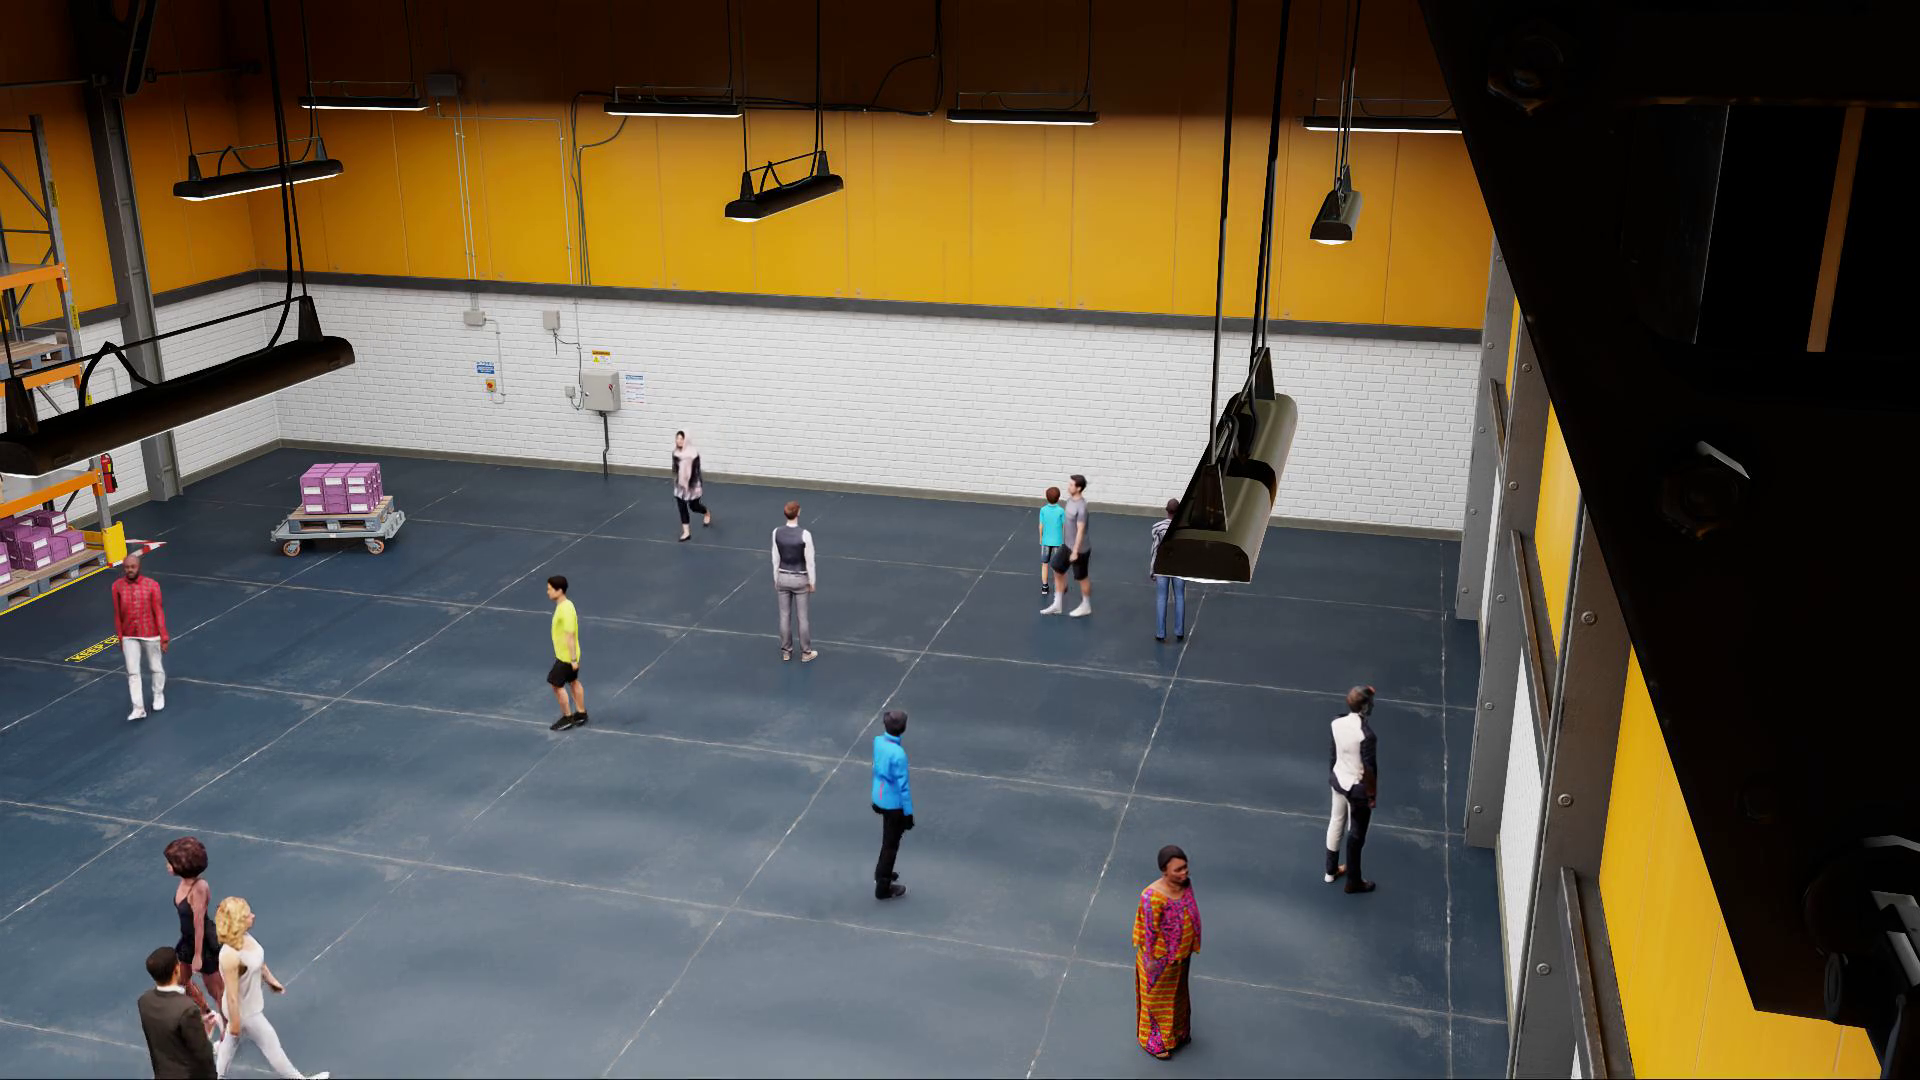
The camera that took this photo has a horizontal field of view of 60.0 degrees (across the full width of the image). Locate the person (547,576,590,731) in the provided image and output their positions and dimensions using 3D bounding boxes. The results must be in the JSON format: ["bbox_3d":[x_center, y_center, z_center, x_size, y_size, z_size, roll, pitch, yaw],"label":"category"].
[{"bbox_3d":[-4.109,1.181,17.701,0.855,1.695,0.772,-6,20,-18],"label":"person"}]

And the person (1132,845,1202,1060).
[{"bbox_3d":[1.557,3.002,12.311,0.825,1.683,0.739,17,25,41],"label":"person"}]

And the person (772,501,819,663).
[{"bbox_3d":[-1.950,0.469,19.437,0.660,1.935,0.540,4,19,12],"label":"person"}]

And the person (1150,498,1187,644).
[{"bbox_3d":[2.528,0.363,19.973,0.678,1.794,0.630,0,19,0],"label":"person"}]

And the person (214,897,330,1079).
[{"bbox_3d":[-5.099,3.261,11.629,1.052,1.628,1.095,-7,20,-19],"label":"person"}]

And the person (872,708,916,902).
[{"bbox_3d":[-0.684,2.285,14.284,0.818,1.782,0.763,-11,22,-30],"label":"person"}]

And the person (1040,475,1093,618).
[{"bbox_3d":[1.533,0.075,20.733,1.024,1.854,0.993,-7,20,-20],"label":"person"}]

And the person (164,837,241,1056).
[{"bbox_3d":[-5.496,2.969,12.259,0.692,1.778,0.751,18,25,42],"label":"person"}]

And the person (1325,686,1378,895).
[{"bbox_3d":[3.414,2.154,14.502,0.828,1.891,0.767,-10,21,-28],"label":"person"}]

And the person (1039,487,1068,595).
[{"bbox_3d":[1.210,-0.001,21.596,0.519,1.448,0.481,6,19,16],"label":"person"}]

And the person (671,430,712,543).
[{"bbox_3d":[-3.835,-0.802,23.711,0.760,1.616,0.996,10,21,27],"label":"person"}]

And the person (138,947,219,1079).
[{"bbox_3d":[-5.052,3.511,10.677,0.859,1.762,1.113,10,21,28],"label":"person"}]

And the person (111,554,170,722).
[{"bbox_3d":[-8.872,0.999,18.081,0.988,1.796,1.142,-4,19,-11],"label":"person"}]
